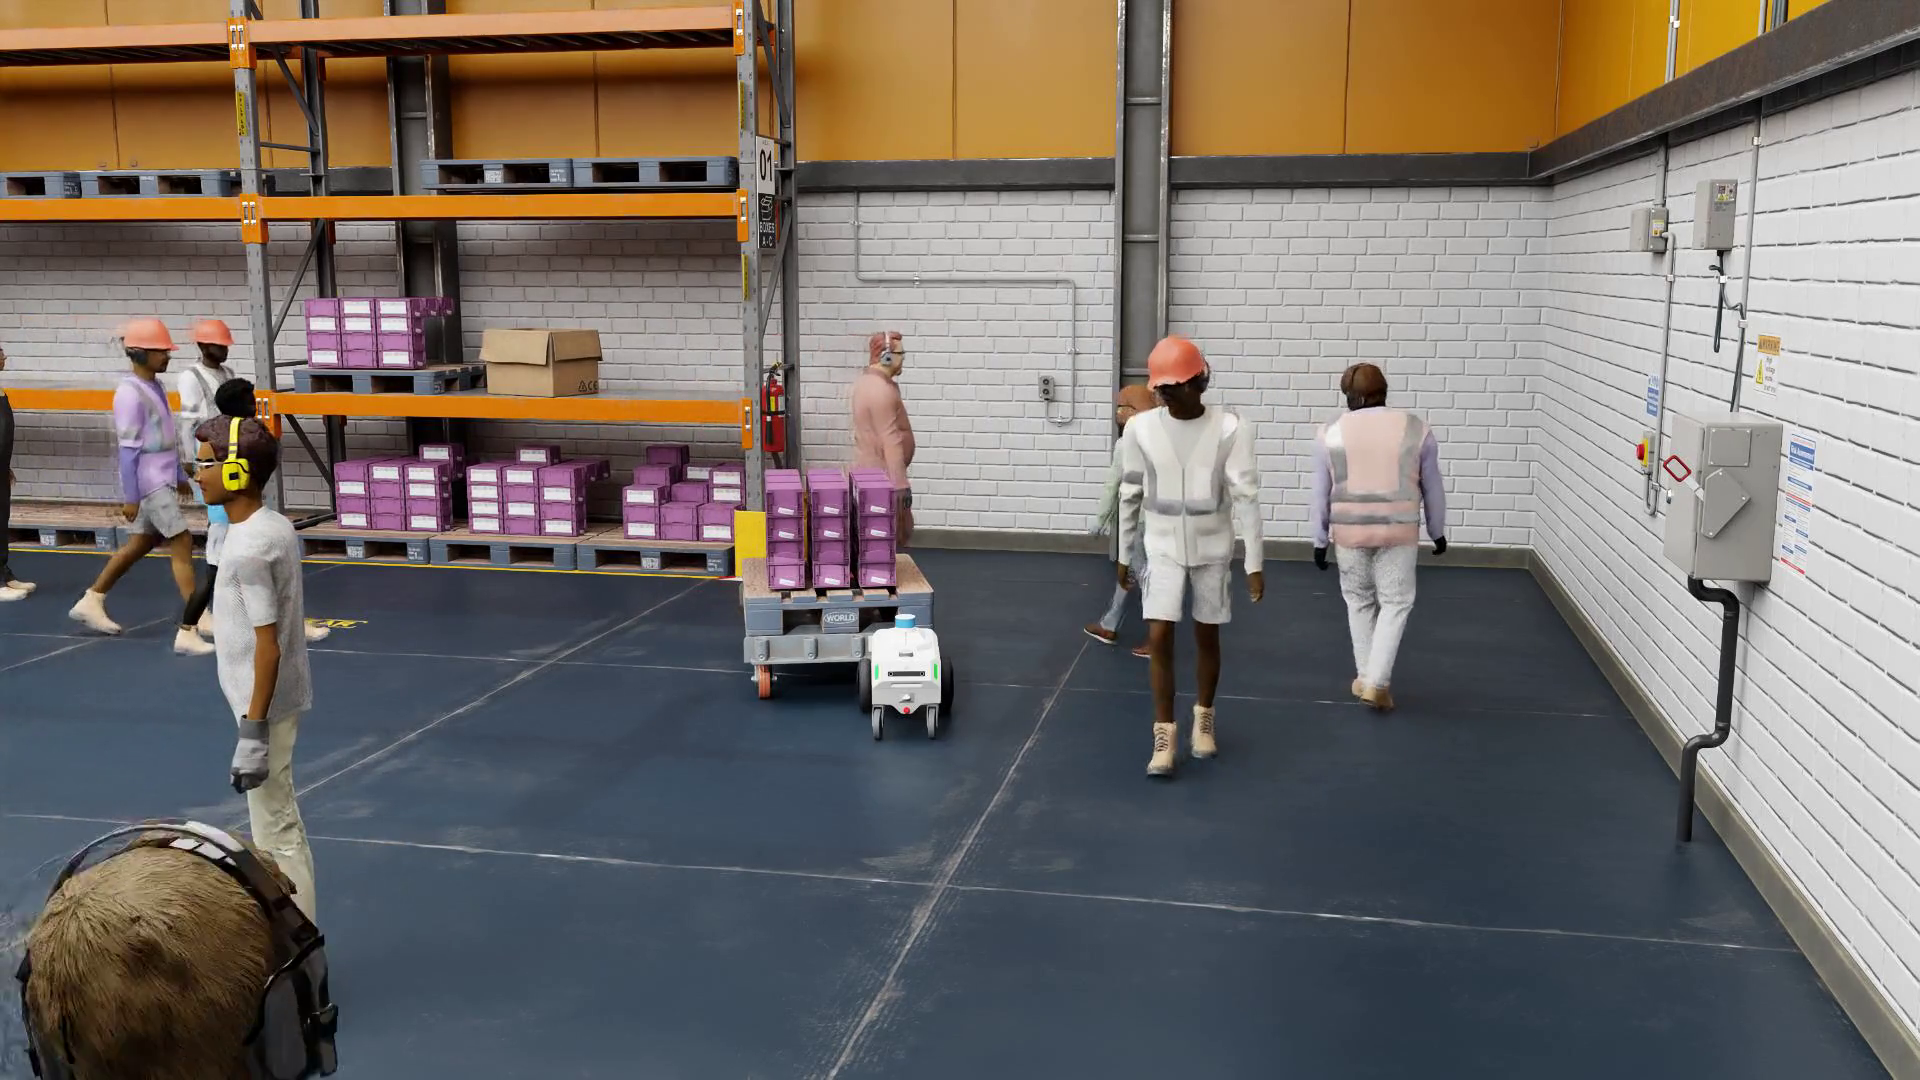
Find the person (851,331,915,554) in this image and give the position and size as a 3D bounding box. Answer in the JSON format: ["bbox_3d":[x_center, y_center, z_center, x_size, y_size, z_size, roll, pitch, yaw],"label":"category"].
[{"bbox_3d":[-0.476,-0.406,10.819,0.430,1.893,0.654,-1,10,-8],"label":"person"}]

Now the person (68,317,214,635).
[{"bbox_3d":[-5.076,-0.372,10.298,0.972,2.007,0.624,-3,10,-15],"label":"person"}]

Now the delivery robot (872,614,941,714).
[{"bbox_3d":[-0.274,0.618,8.368,0.477,0.478,0.707,0,9,-3],"label":"delivery robot"}]

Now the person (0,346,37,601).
[{"bbox_3d":[-6.691,-0.503,11.528,0.345,1.847,0.508,-3,10,-16],"label":"person"}]

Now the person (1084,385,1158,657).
[{"bbox_3d":[0.974,-0.115,9.885,0.715,1.605,0.509,6,11,34],"label":"person"}]

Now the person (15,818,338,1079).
[{"bbox_3d":[-0.613,1.167,1.341,0.637,1.894,1.024,4,10,24],"label":"person"}]

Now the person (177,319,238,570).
[{"bbox_3d":[-5.459,-0.675,12.364,0.577,1.919,0.544,2,10,9],"label":"person"}]

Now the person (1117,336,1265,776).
[{"bbox_3d":[1.043,0.080,7.584,0.707,1.989,0.888,2,10,14],"label":"person"}]

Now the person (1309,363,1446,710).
[{"bbox_3d":[2.171,-0.014,8.698,0.682,1.807,0.550,3,10,15],"label":"person"}]

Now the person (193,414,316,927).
[{"bbox_3d":[-2.173,0.546,5.135,0.328,1.872,0.515,-3,10,-19],"label":"person"}]

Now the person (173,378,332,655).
[{"bbox_3d":[-4.309,-0.141,9.933,0.883,1.648,0.546,-3,10,-18],"label":"person"}]
